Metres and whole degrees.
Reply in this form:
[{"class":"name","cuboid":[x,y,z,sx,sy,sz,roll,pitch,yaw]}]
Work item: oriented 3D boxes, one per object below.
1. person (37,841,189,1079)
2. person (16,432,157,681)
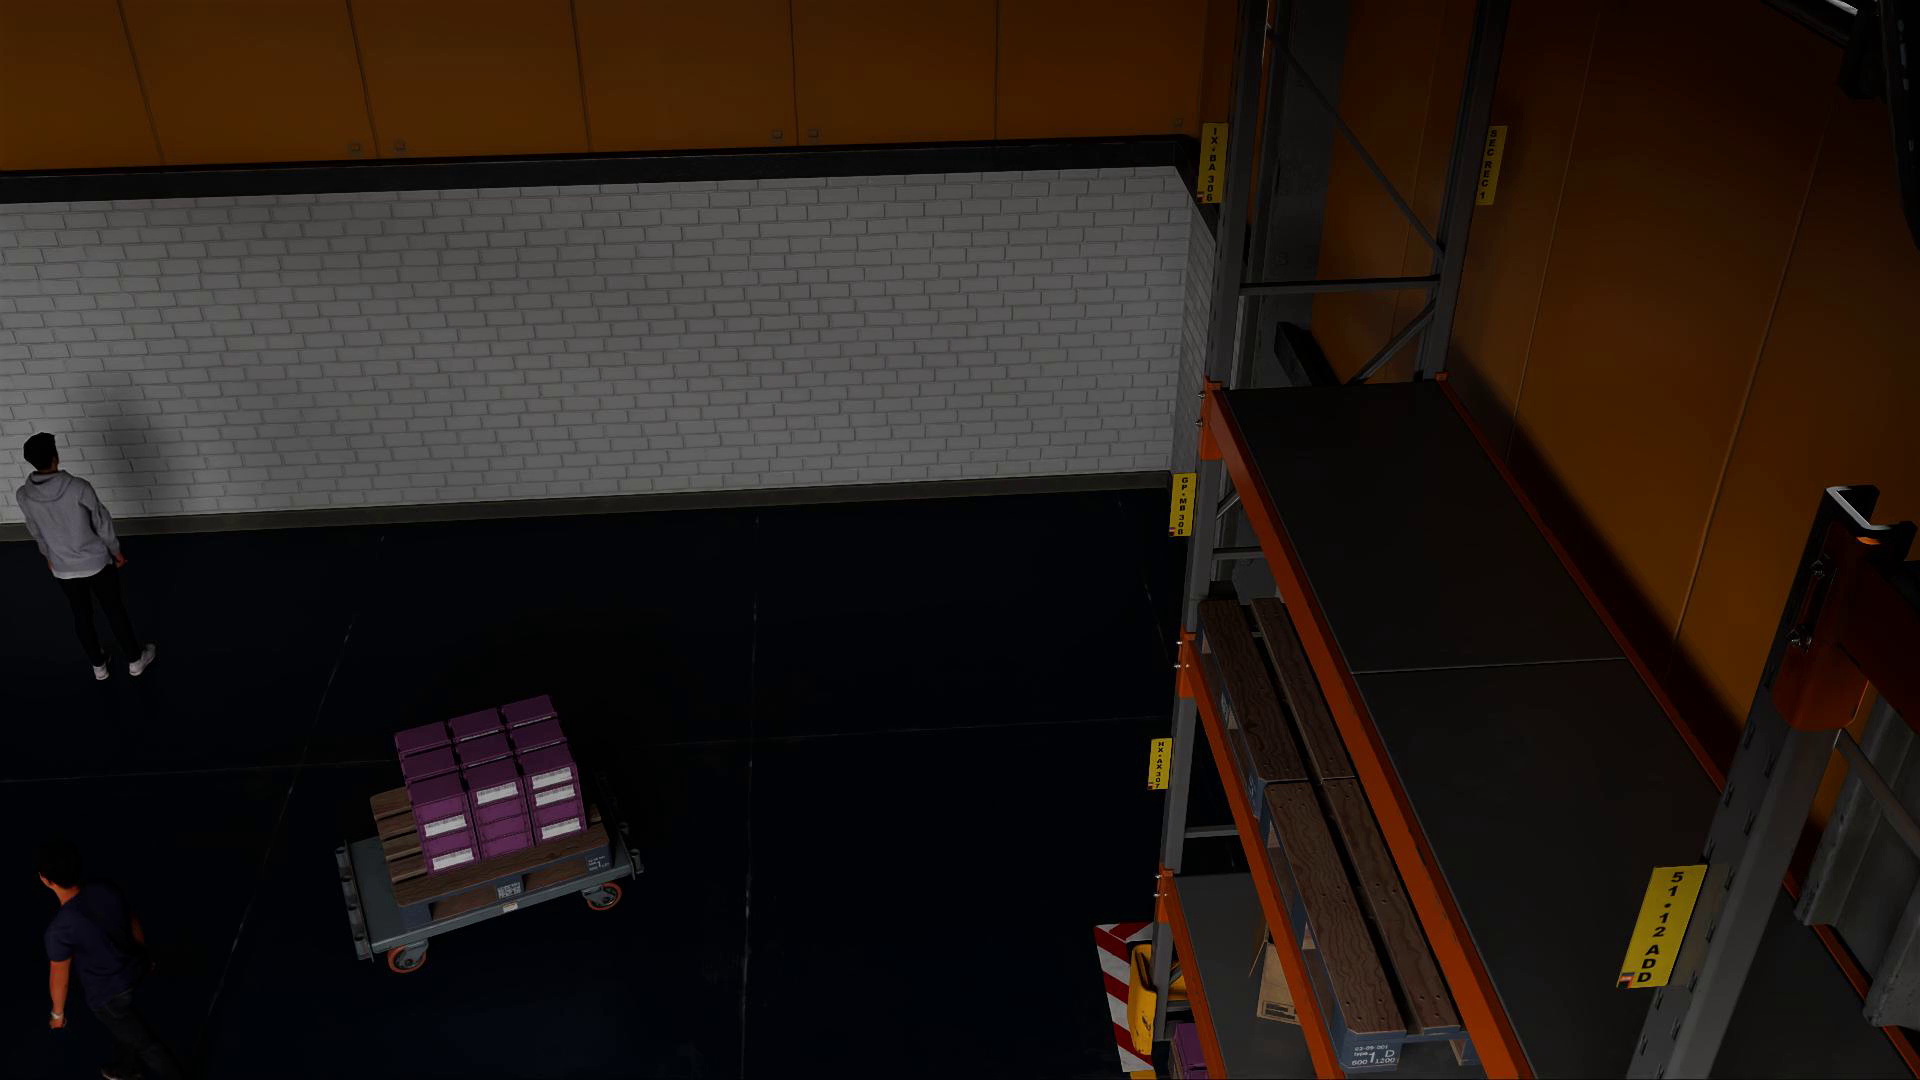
[{"class":"person","cuboid":[-4.185,2.247,8.384,0.788,1.762,0.788,1,34,2]},{"class":"person","cuboid":[-6.043,0.125,11.424,0.695,1.930,0.627,-6,34,-9]}]
